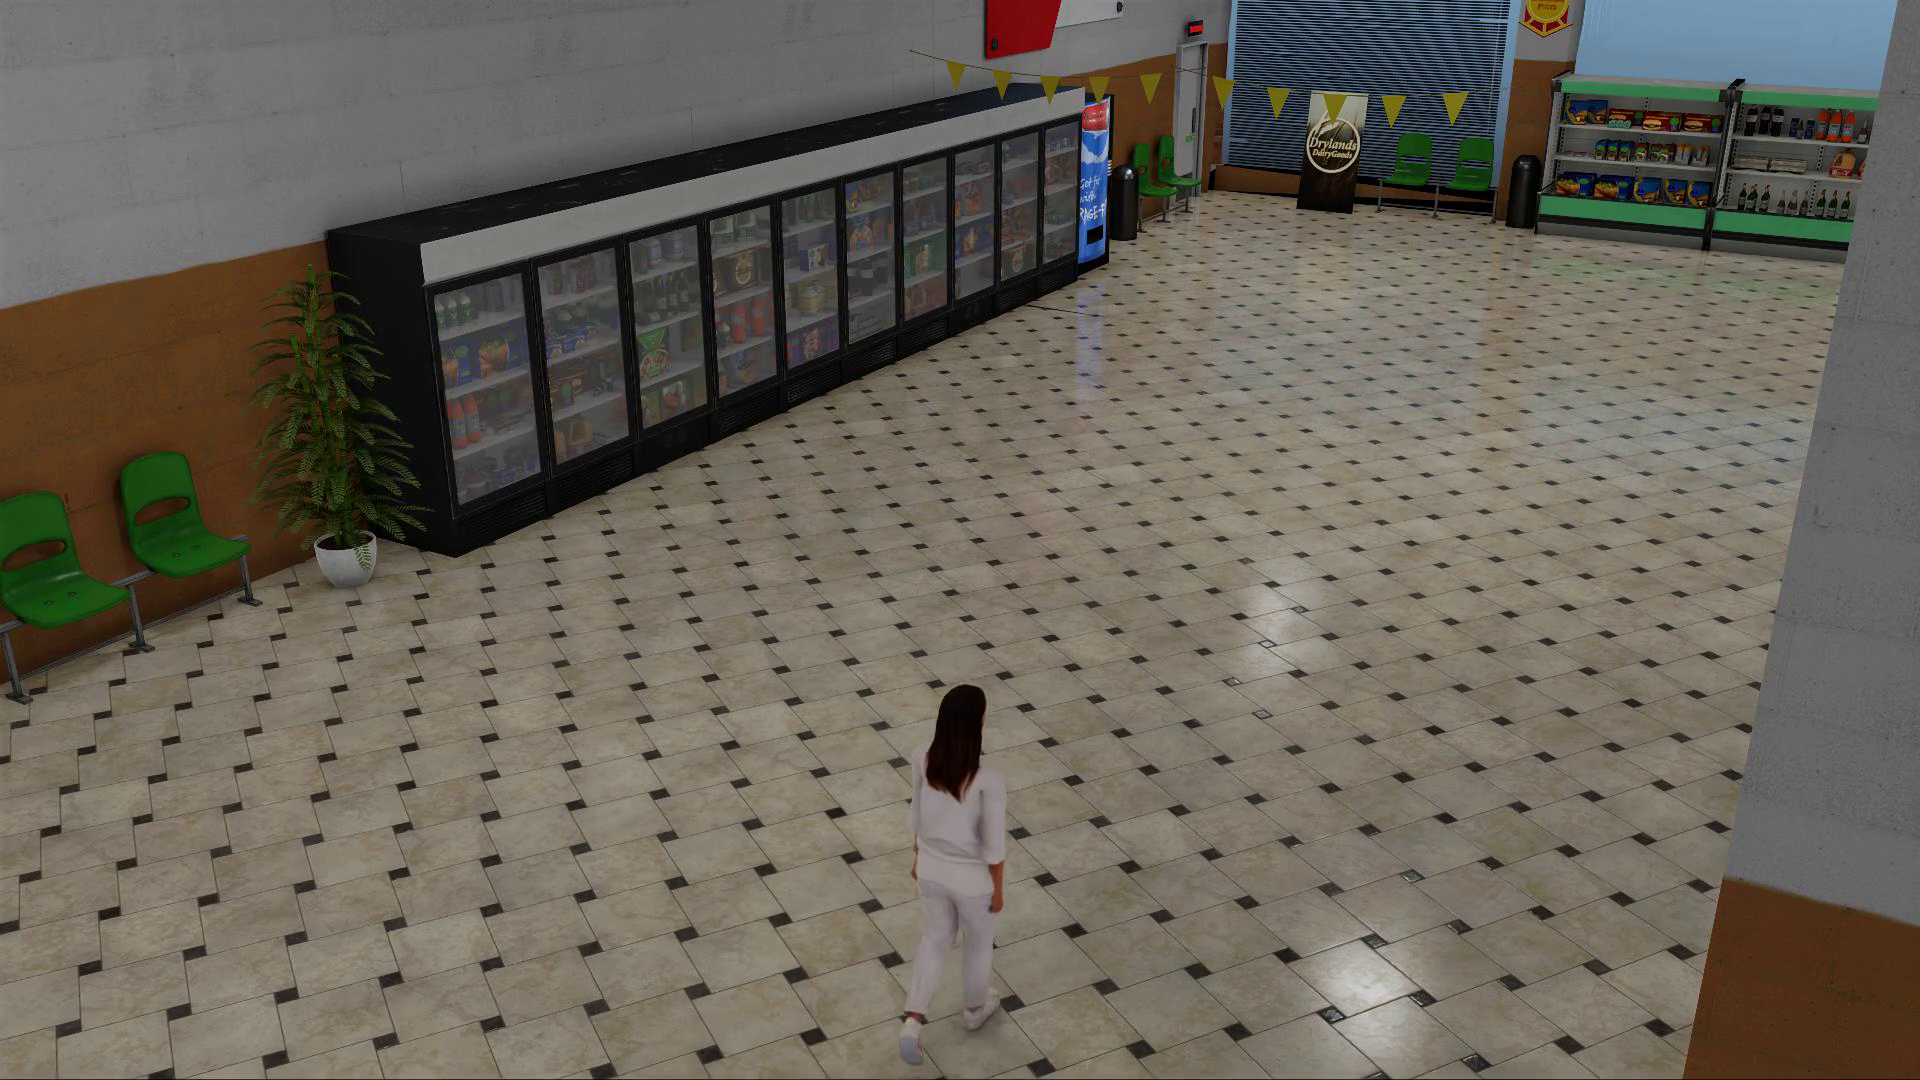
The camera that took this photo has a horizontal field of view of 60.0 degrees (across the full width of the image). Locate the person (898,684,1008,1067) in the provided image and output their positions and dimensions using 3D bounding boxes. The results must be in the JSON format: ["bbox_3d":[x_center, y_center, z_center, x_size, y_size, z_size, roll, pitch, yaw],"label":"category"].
[{"bbox_3d":[-0.044,1.376,6.752,0.885,1.670,0.678,11,25,26],"label":"person"}]
